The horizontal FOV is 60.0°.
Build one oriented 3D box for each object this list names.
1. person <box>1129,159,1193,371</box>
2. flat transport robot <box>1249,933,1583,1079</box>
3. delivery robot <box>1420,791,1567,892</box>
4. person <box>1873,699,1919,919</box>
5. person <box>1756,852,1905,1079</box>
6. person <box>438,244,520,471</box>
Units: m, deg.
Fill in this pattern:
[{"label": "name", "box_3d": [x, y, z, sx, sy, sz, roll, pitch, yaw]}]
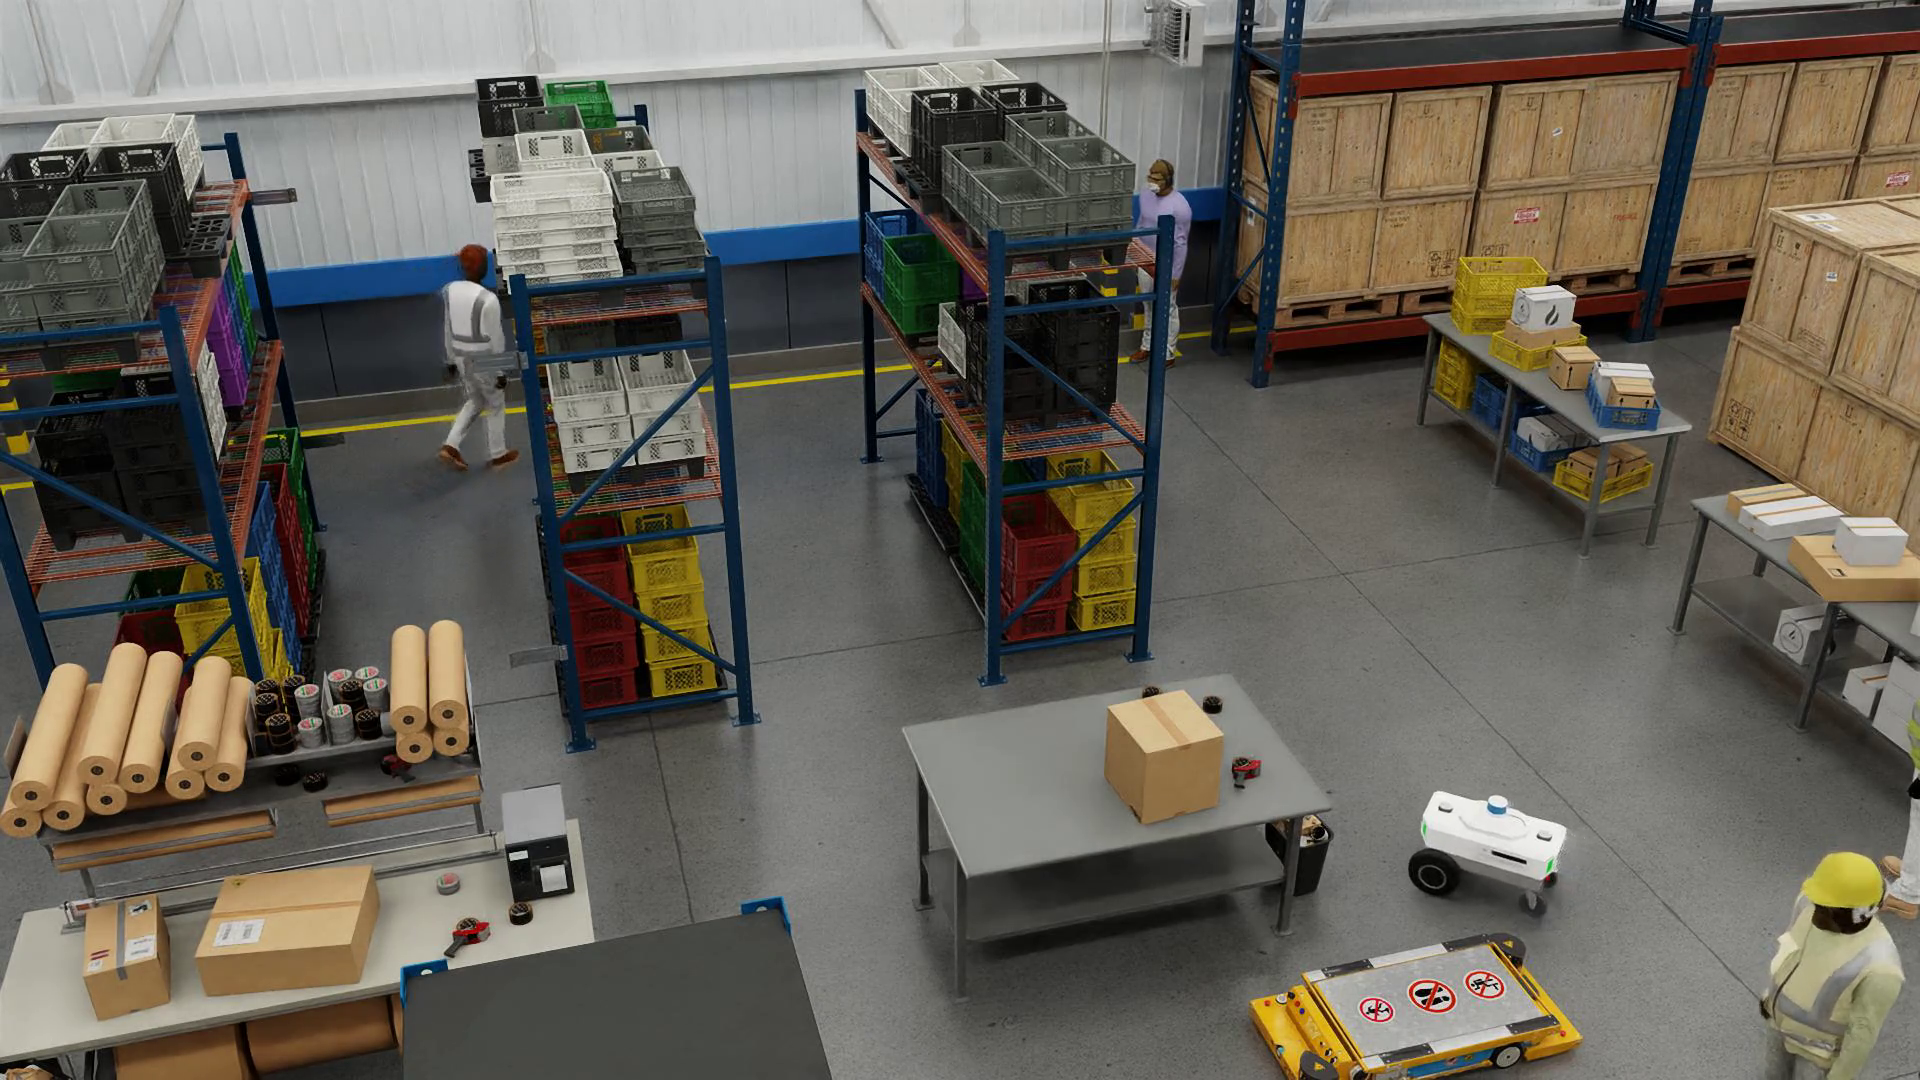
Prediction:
[{"label": "person", "box_3d": [1.793, -2.468, 14.916, 0.371, 1.933, 0.626, -18, 34, -30]}, {"label": "flat transport robot", "box_3d": [2.184, 2.282, 7.980, 1.431, 0.197, 0.652, -8, 30, -14]}, {"label": "delivery robot", "box_3d": [2.835, 1.584, 8.856, 0.707, 0.478, 0.477, 15, 33, 25]}, {"label": "person", "box_3d": [5.051, 1.108, 8.499, 0.627, 1.844, 0.429, -24, 37, -36]}, {"label": "person", "box_3d": [3.508, 2.021, 6.866, 0.432, 1.816, 0.604, -3, 29, -5]}, {"label": "person", "box_3d": [-3.833, -1.368, 12.995, 0.585, 1.858, 0.630, 17, 33, 27]}]
